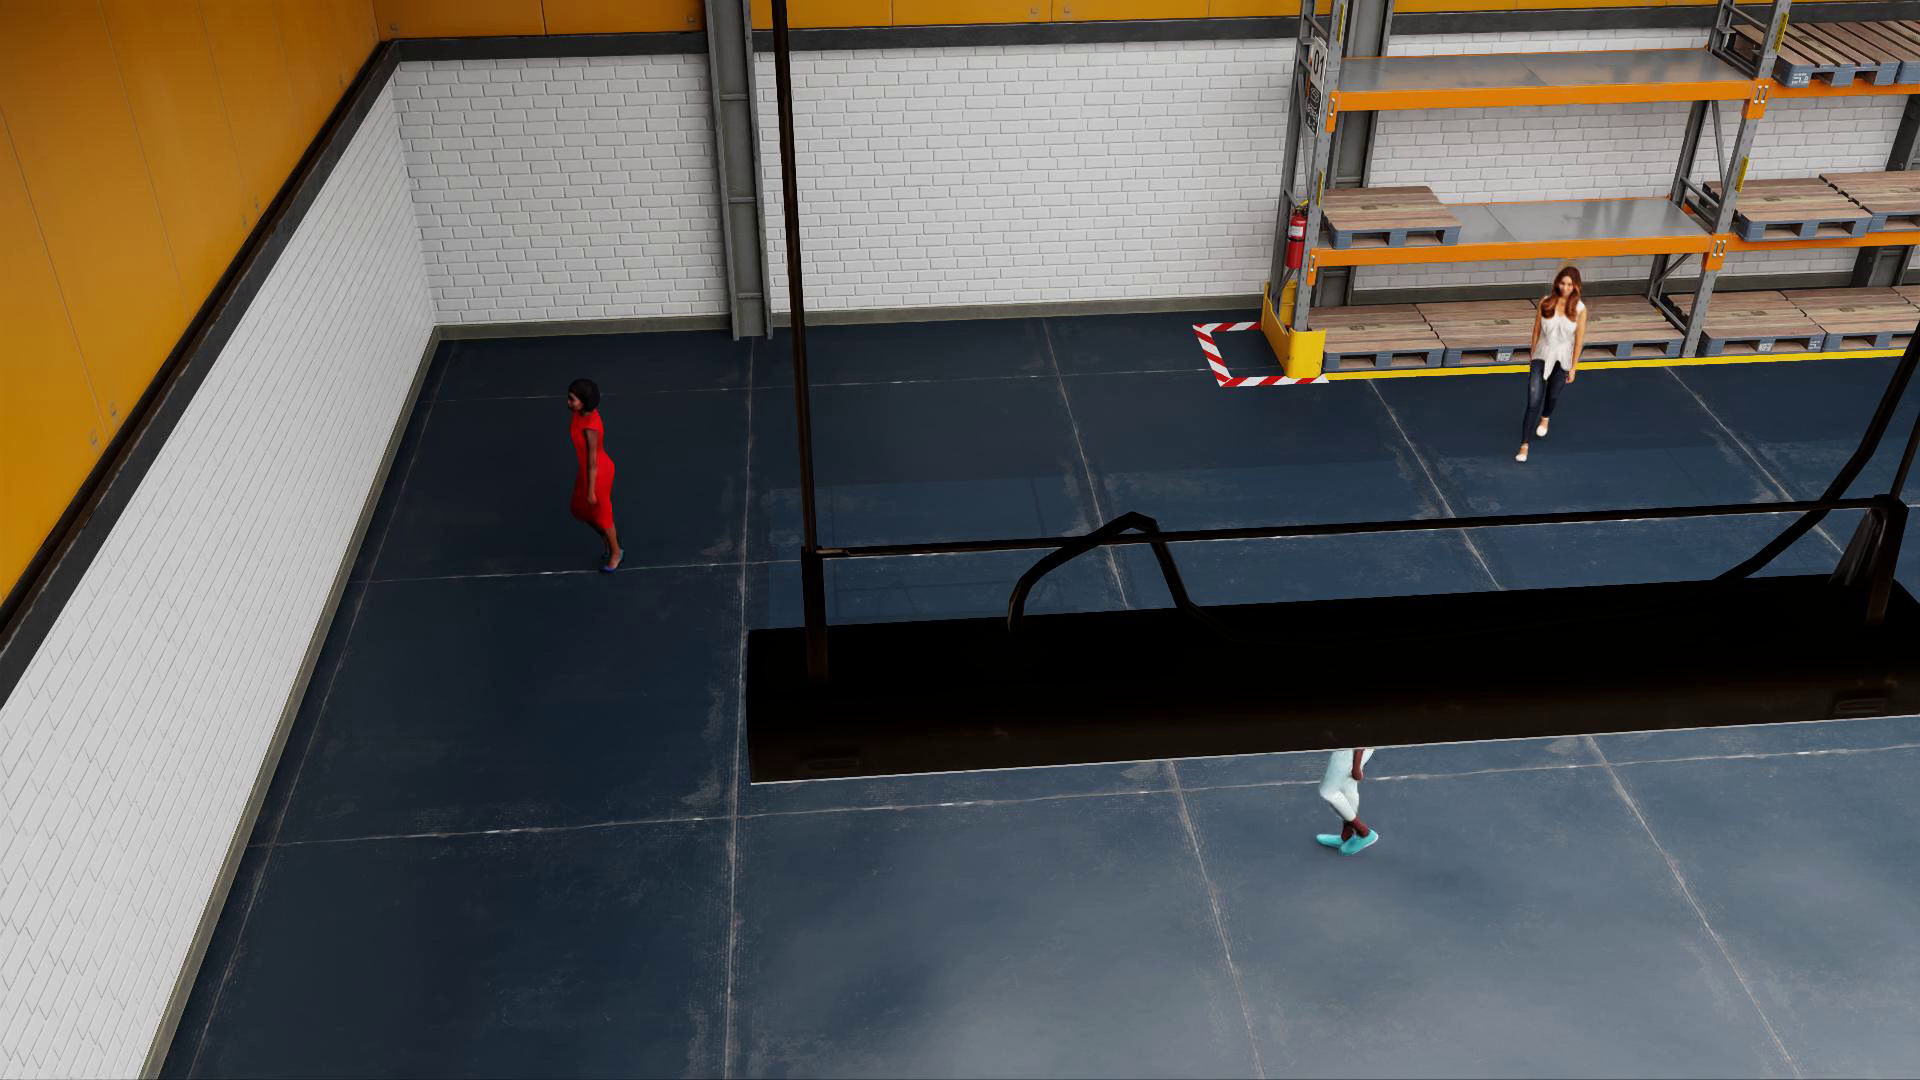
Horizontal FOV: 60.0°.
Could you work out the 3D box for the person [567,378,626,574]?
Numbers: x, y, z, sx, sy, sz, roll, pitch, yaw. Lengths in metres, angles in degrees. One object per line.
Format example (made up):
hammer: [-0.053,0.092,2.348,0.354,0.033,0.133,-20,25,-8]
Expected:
person: [-2.778,-0.504,13.031,0.711,1.729,0.685,-16,37,-22]

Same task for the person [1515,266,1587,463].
person: [5.256,-1.598,14.675,1.161,1.731,1.062,15,37,22]
